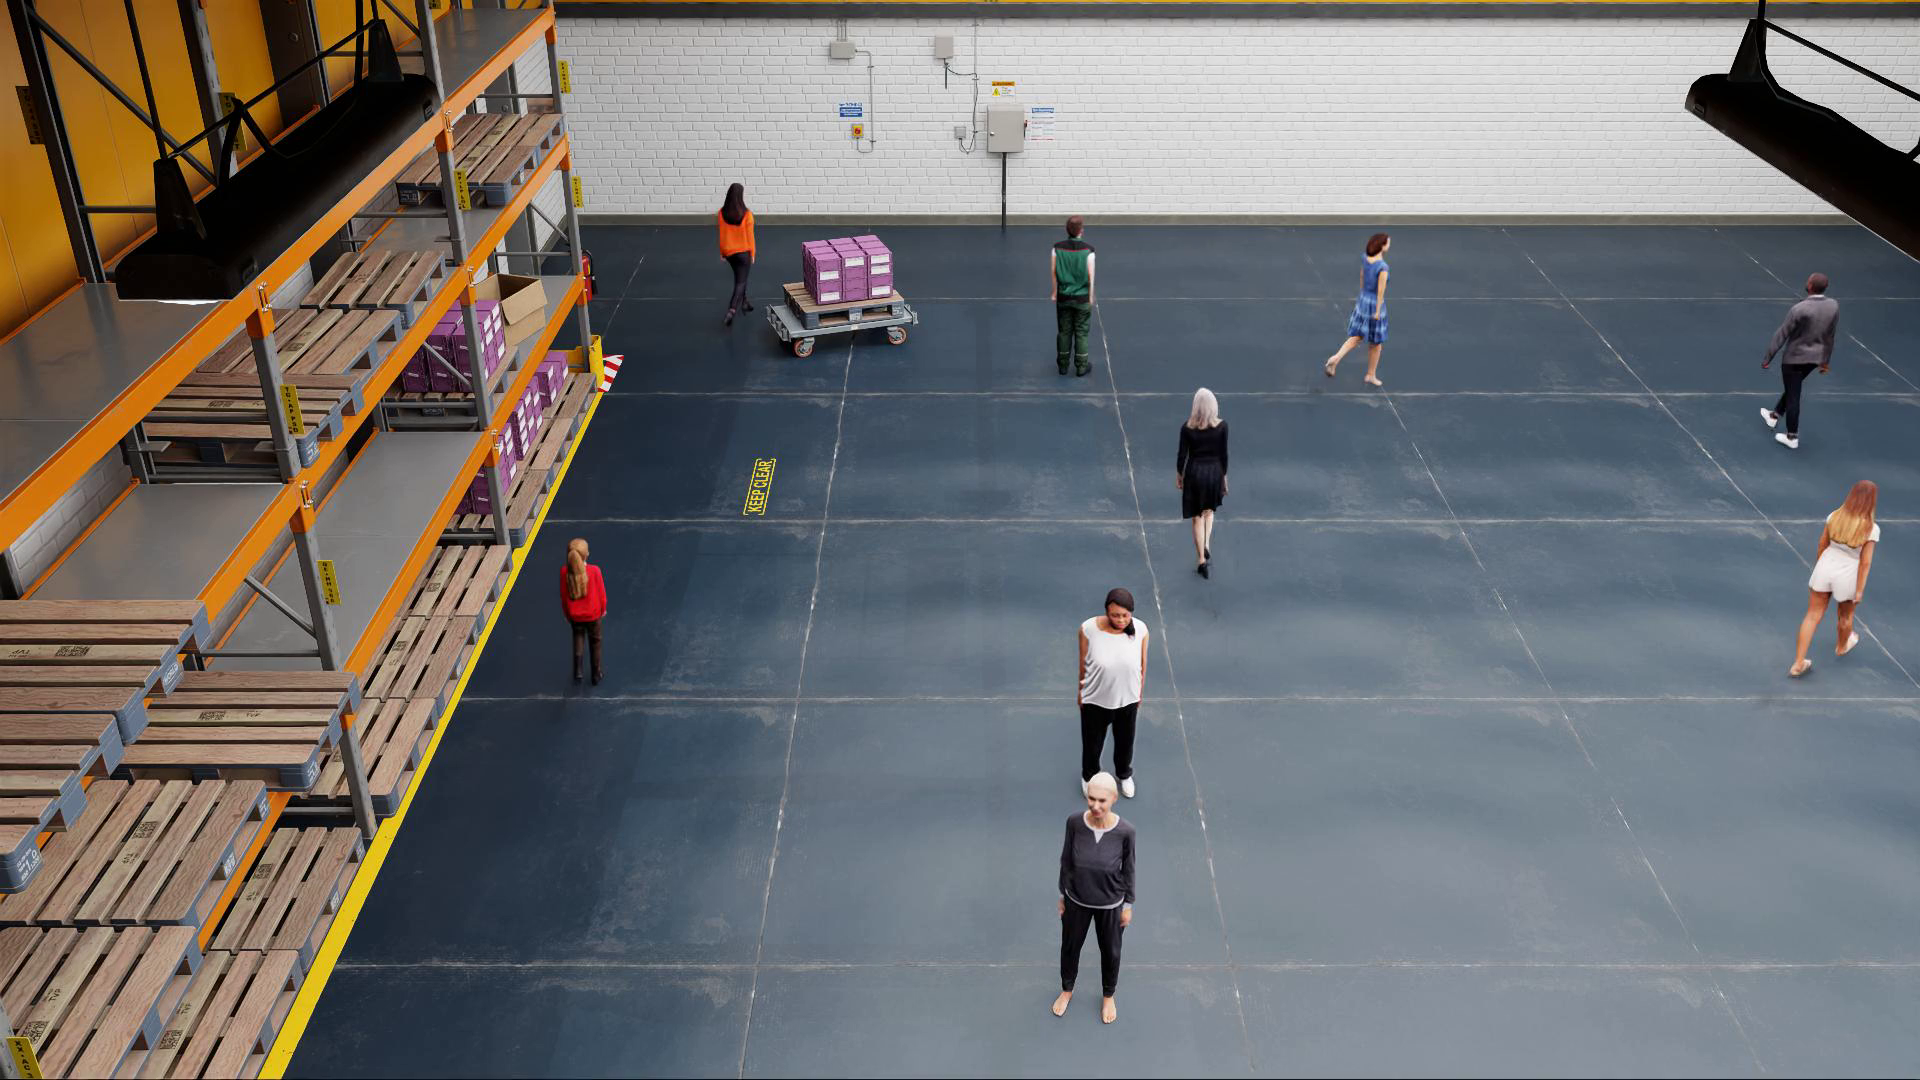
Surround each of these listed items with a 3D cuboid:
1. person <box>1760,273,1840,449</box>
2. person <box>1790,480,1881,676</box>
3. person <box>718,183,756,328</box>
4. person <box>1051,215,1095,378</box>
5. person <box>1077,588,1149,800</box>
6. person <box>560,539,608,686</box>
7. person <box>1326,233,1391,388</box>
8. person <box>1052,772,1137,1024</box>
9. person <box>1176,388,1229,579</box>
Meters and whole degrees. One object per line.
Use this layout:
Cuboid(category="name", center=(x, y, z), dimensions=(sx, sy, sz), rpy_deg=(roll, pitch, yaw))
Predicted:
Cuboid(category="person", center=(8.564, -1.776, 16.823), dimensions=(0.881, 1.791, 1.054), rpy_deg=(-6, 29, -10))
Cuboid(category="person", center=(6.859, 0.332, 13.087), dimensions=(1.041, 1.667, 1.017), rpy_deg=(-22, 35, -34))
Cuboid(category="person", center=(-2.674, -3.356, 19.806), dimensions=(0.896, 1.709, 1.183), rpy_deg=(10, 30, 18))
Cuboid(category="person", center=(1.265, -2.725, 18.509), dimensions=(0.705, 1.842, 0.684), rpy_deg=(9, 30, 15))
Cuboid(category="person", center=(1.066, 1.074, 11.710), dimensions=(0.640, 1.685, 0.593), rpy_deg=(-1, 29, -1))
Cuboid(category="person", center=(-2.947, 0.594, 13.016), dimensions=(0.489, 1.276, 0.550), rpy_deg=(1, 29, 2))
Cuboid(category="person", center=(4.392, -2.464, 18.089), dimensions=(0.953, 1.786, 1.009), rpy_deg=(-12, 31, -20))
Cuboid(category="person", center=(0.796, 2.086, 9.812), dimensions=(0.649, 1.726, 0.589), rpy_deg=(6, 29, 11))
Cuboid(category="person", center=(2.125, -0.451, 14.454), dimensions=(0.601, 1.734, 0.689), rpy_deg=(1, 29, 2))
